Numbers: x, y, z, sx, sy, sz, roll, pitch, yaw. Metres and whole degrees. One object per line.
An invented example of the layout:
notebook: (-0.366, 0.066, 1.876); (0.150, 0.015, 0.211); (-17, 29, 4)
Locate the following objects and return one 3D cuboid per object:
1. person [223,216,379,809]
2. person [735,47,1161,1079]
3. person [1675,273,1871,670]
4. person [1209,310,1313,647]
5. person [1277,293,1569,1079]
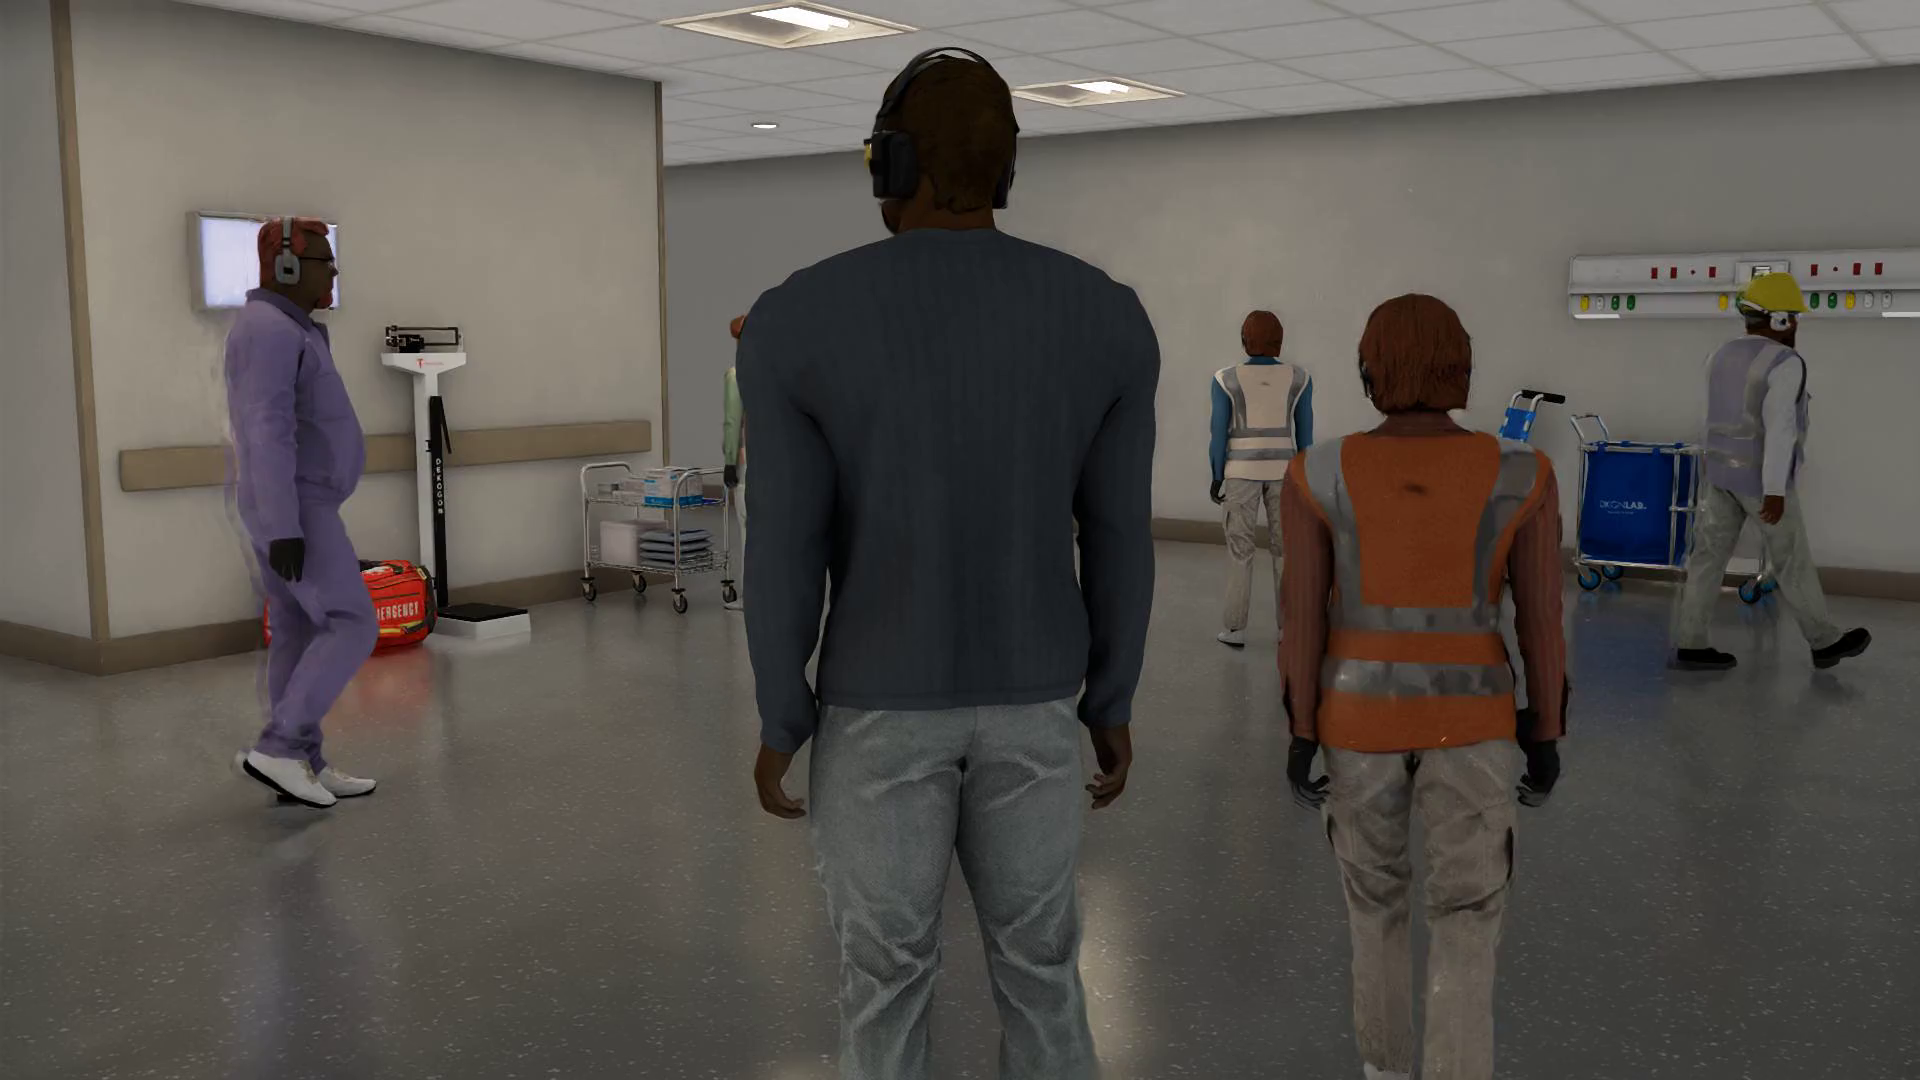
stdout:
person: (-2.087, -0.076, 5.322); (0.431, 1.894, 0.670); (-2, 7, -19)
person: (-0.016, 0.255, 2.509); (0.630, 1.940, 0.371); (-2, 7, -14)
person: (3.663, -0.292, 7.489); (0.902, 1.785, 0.625); (-1, 7, -10)
person: (1.462, -0.291, 8.089); (0.513, 1.641, 0.307); (0, 7, -4)
person: (0.828, 0.359, 3.001); (0.516, 1.609, 0.766); (2, 7, 14)
